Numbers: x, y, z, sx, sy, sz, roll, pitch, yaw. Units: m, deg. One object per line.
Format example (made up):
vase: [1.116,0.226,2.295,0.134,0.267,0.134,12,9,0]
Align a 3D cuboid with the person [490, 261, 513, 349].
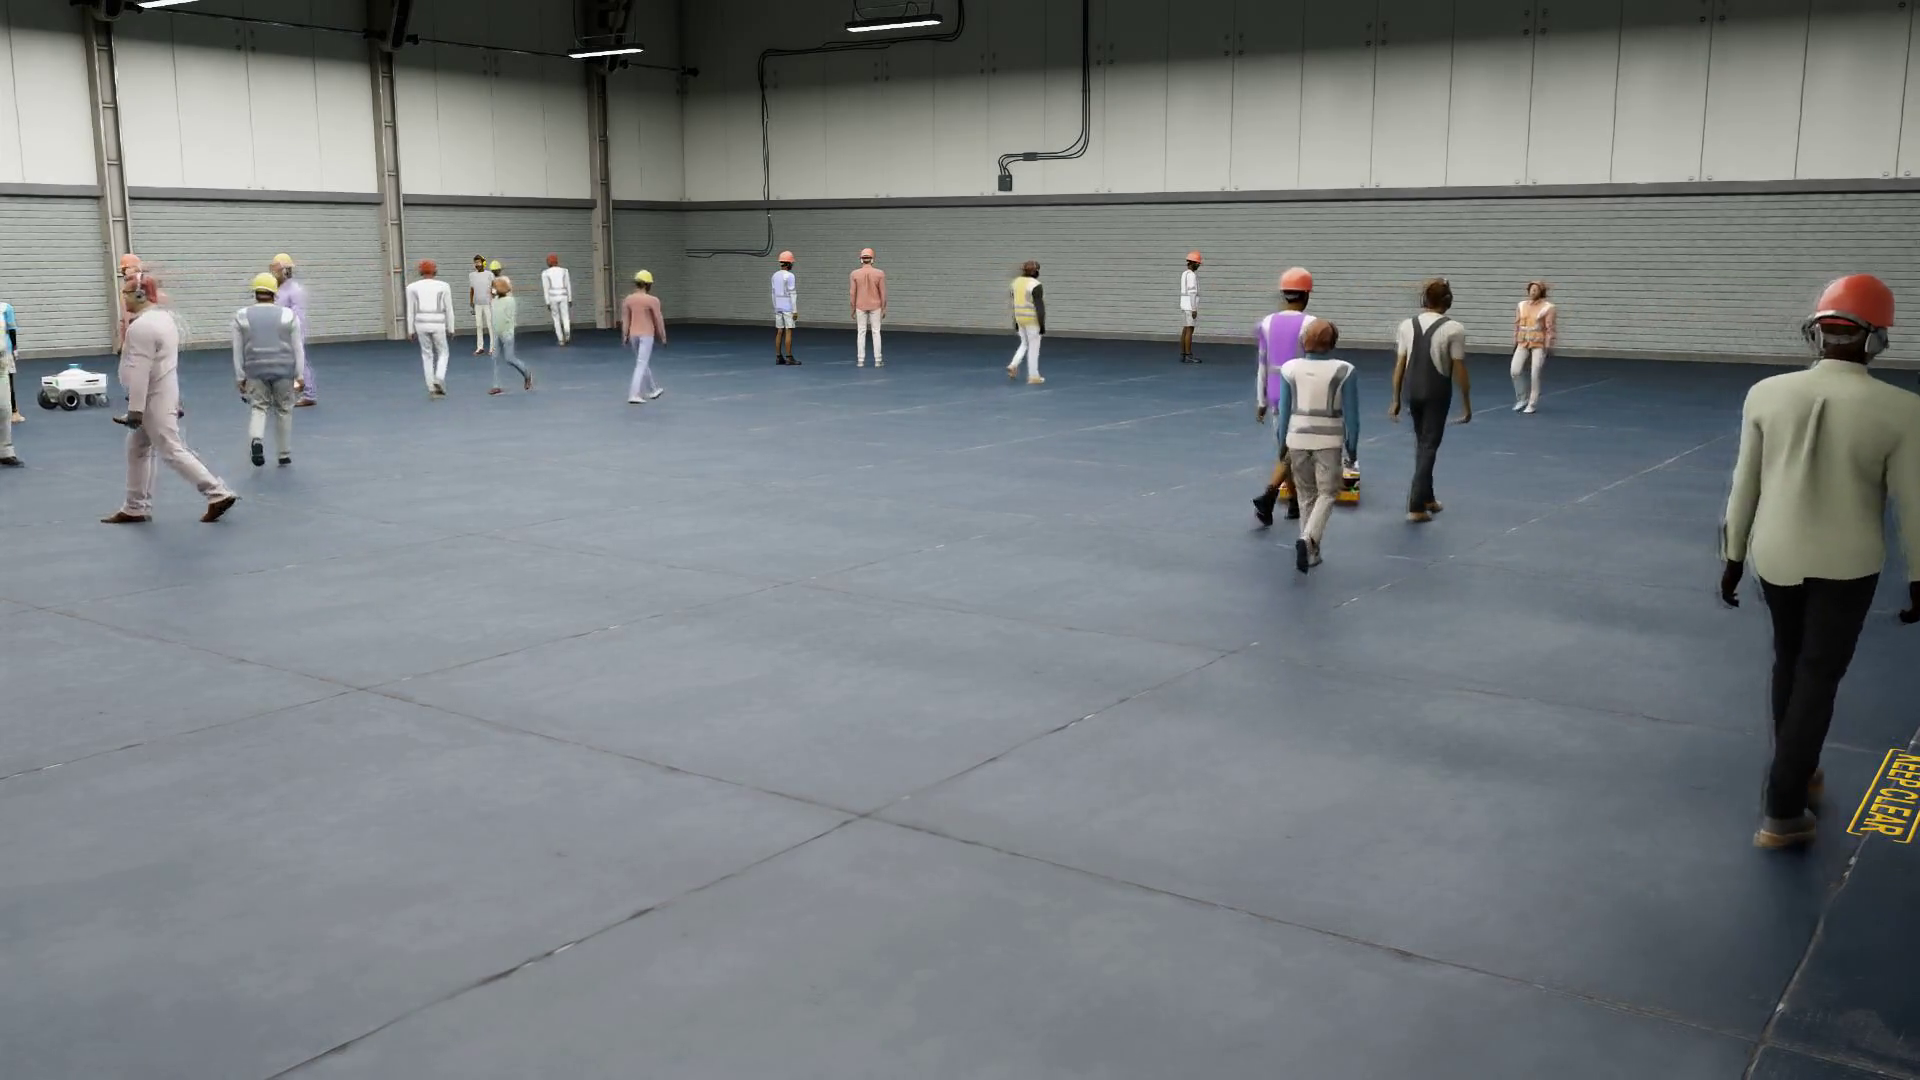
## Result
person: [-9.050,-4.584,32.578,0.517,1.714,0.938,3,10,15]

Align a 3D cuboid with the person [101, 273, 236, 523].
person: [-5.901,-1.035,12.289,0.933,1.874,0.651,-3,10,-15]

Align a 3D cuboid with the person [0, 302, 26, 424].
person: [-11.113,-2.175,19.132,0.536,1.696,0.322,-2,10,-9]

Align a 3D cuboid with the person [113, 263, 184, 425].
person: [-9.446,-2.270,19.255,0.663,1.850,1.025,6,12,29]

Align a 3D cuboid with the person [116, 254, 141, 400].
person: [-10.793,-2.772,21.808,0.551,1.934,0.373,7,12,34]

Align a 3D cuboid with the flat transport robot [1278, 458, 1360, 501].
flat transport robot: [3.002,-0.531,13.923,0.652,0.197,1.431,2,10,12]

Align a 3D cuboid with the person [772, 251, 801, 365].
person: [-2.957,-3.949,28.400,0.552,1.935,0.368,10,14,44]

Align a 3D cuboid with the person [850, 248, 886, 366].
person: [-1.544,-3.921,28.093,0.608,1.990,0.385,0,10,0]

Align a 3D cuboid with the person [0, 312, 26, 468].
person: [-9.013,-1.548,15.299,0.583,1.813,0.599,3,11,16]

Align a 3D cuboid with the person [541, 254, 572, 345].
person: [-8.195,-4.897,33.907,0.615,1.864,0.552,-5,11,-25]

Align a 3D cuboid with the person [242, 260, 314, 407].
person: [-8.555,-2.566,20.884,0.656,1.850,0.997,5,11,27]

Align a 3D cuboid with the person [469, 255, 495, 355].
person: [-8.920,-4.390,31.094,0.513,1.861,0.314,1,10,5]

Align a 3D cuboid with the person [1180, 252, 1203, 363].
person: [4.025,-4.040,28.929,0.366,1.931,0.542,-1,10,-8]

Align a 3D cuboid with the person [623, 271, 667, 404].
person: [-4.119,-2.657,21.790,0.544,1.715,0.919,5,11,25]

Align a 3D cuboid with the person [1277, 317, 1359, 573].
person: [2.232,-0.589,10.475,0.526,1.613,0.692,6,12,29]

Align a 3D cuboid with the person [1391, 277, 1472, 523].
person: [3.579,-1.048,12.482,0.774,1.815,0.547,-10,14,-43]

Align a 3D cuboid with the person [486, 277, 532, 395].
person: [-6.262,-2.818,22.946,0.510,1.615,0.619,7,12,34]

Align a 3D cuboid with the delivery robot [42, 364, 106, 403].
delivery robot: [-11.133,-1.969,20.918,0.477,0.478,0.707,5,12,28]

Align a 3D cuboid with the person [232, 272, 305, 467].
person: [-6.346,-1.546,15.288,0.599,1.813,0.582,-2,10,-13]

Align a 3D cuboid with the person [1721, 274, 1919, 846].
person: [3.095,0.063,5.853,0.884,1.958,0.648,-9,13,-41]

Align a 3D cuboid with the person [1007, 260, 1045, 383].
person: [1.025,-3.226,24.644,0.484,1.831,0.652,-8,13,-36]

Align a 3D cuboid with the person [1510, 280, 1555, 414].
person: [6.987,-2.356,20.313,0.389,1.625,0.548,-9,13,-41]

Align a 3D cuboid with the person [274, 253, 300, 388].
person: [-9.704,-3.148,23.942,0.363,1.927,0.587,-2,10,-11]

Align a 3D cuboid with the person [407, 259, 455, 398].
person: [-7.113,-2.841,22.380,0.607,1.870,0.421,-2,10,-9]

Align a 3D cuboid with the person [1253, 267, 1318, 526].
person: [2.416,-1.056,12.285,0.552,1.913,0.866,9,14,42]
